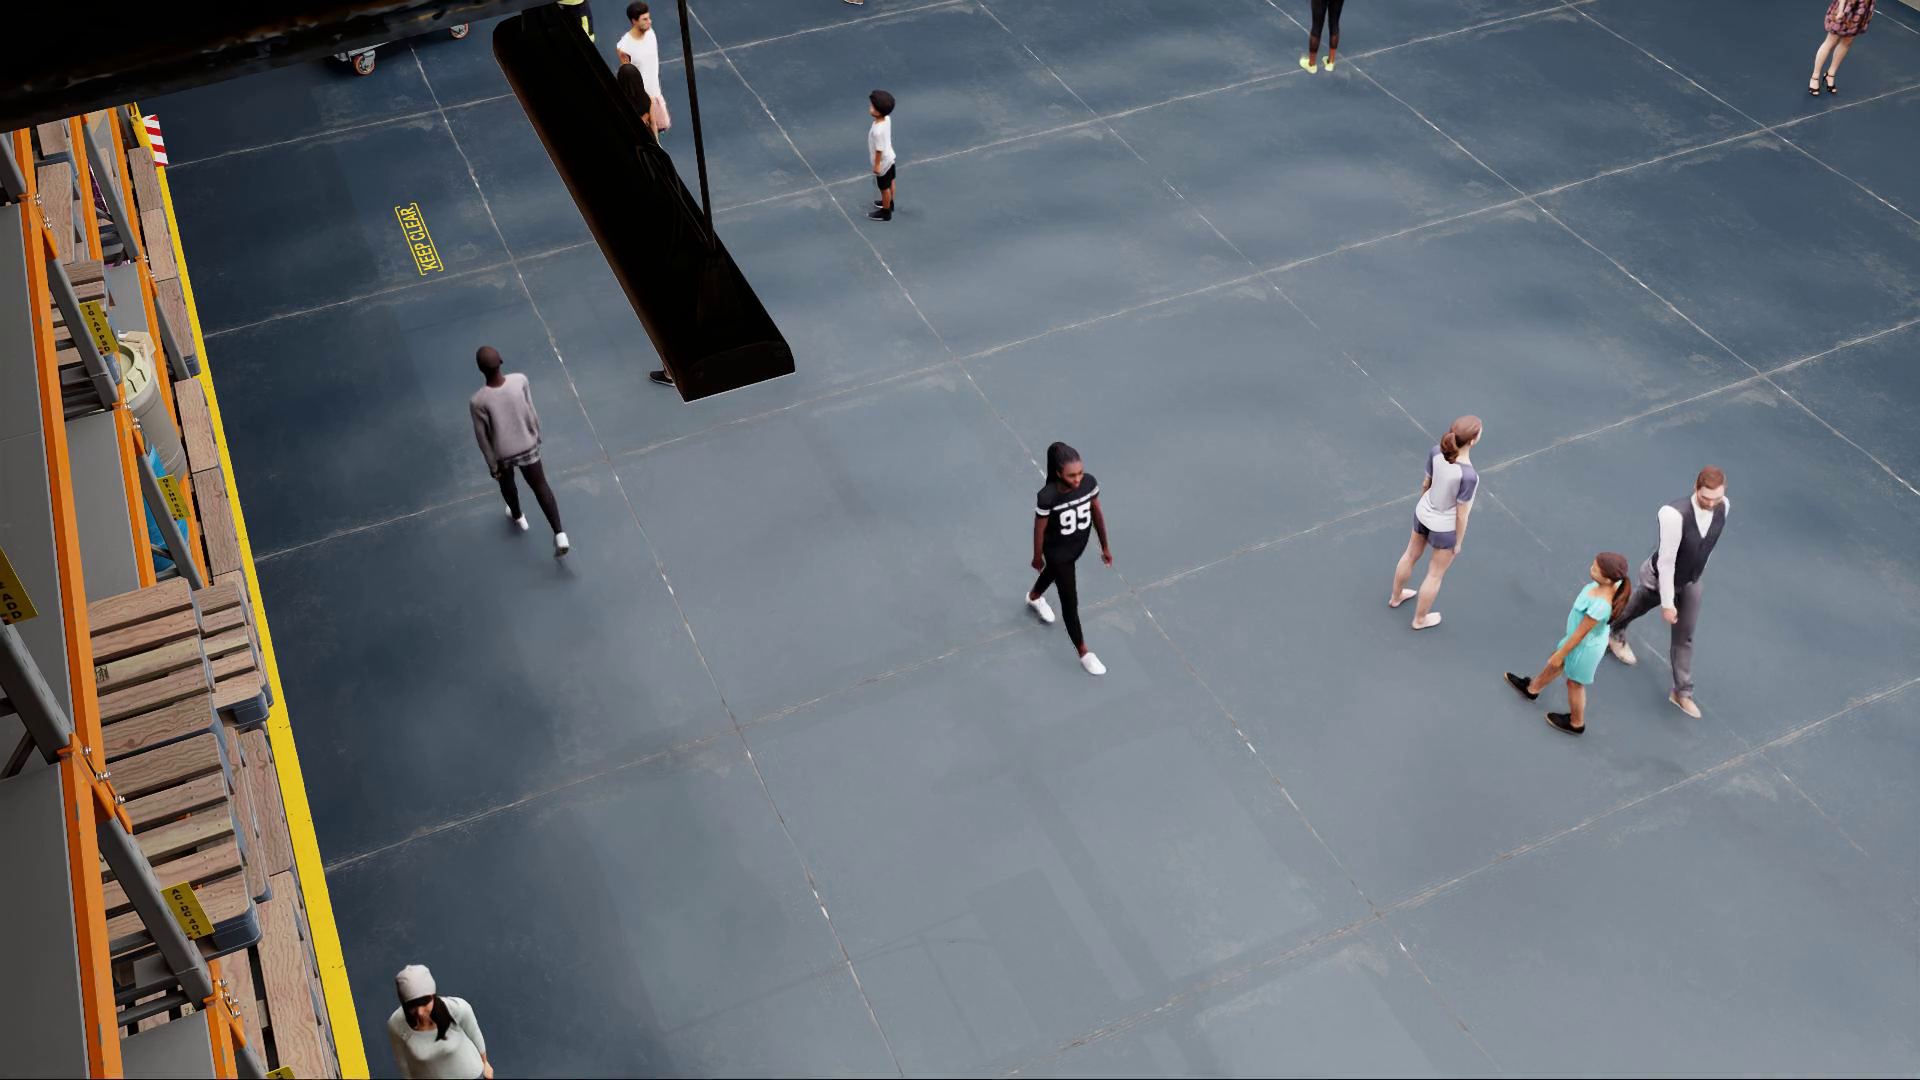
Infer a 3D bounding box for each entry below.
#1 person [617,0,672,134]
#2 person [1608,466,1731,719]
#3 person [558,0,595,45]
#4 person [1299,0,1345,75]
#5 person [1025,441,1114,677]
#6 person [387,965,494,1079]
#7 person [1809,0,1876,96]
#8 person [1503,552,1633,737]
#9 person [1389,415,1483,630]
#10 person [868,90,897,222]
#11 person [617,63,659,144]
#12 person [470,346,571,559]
[{"bbox_3d":[-3.013,-4.168,15.415,0.959,1.763,0.851,26,49,25],"label":"person"},{"bbox_3d":[4.535,0.177,10.759,0.799,1.896,1.203,-15,46,-15],"label":"person"},{"bbox_3d":[-4.012,-5.810,17.021,0.857,1.927,0.632,-13,45,-13],"label":"person"},{"bbox_3d":[3.760,-5.600,16.926,0.612,1.754,0.582,-9,44,-9],"label":"person"},{"bbox_3d":[0.650,0.015,11.083,0.793,1.683,1.215,-27,50,-25],"label":"person"},{"bbox_3d":[-2.571,2.656,8.342,0.587,1.640,0.532,-13,45,-14],"label":"person"},{"bbox_3d":[8.913,-5.296,16.590,0.723,1.777,0.736,-9,44,-9],"label":"person"},{"bbox_3d":[4.000,0.683,10.484,0.937,1.542,0.792,28,50,26],"label":"person"},{"bbox_3d":[3.212,-0.128,11.175,0.642,1.763,0.504,-23,48,-22],"label":"person"},{"bbox_3d":[-0.691,-3.492,15.070,0.640,1.262,0.574,11,45,11],"label":"person"},{"bbox_3d":[-2.826,-3.443,14.739,0.624,1.648,0.583,-31,52,-28],"label":"person"},{"bbox_3d":[-3.094,-0.603,11.685,0.770,1.748,1.166,-27,50,-26],"label":"person"}]
